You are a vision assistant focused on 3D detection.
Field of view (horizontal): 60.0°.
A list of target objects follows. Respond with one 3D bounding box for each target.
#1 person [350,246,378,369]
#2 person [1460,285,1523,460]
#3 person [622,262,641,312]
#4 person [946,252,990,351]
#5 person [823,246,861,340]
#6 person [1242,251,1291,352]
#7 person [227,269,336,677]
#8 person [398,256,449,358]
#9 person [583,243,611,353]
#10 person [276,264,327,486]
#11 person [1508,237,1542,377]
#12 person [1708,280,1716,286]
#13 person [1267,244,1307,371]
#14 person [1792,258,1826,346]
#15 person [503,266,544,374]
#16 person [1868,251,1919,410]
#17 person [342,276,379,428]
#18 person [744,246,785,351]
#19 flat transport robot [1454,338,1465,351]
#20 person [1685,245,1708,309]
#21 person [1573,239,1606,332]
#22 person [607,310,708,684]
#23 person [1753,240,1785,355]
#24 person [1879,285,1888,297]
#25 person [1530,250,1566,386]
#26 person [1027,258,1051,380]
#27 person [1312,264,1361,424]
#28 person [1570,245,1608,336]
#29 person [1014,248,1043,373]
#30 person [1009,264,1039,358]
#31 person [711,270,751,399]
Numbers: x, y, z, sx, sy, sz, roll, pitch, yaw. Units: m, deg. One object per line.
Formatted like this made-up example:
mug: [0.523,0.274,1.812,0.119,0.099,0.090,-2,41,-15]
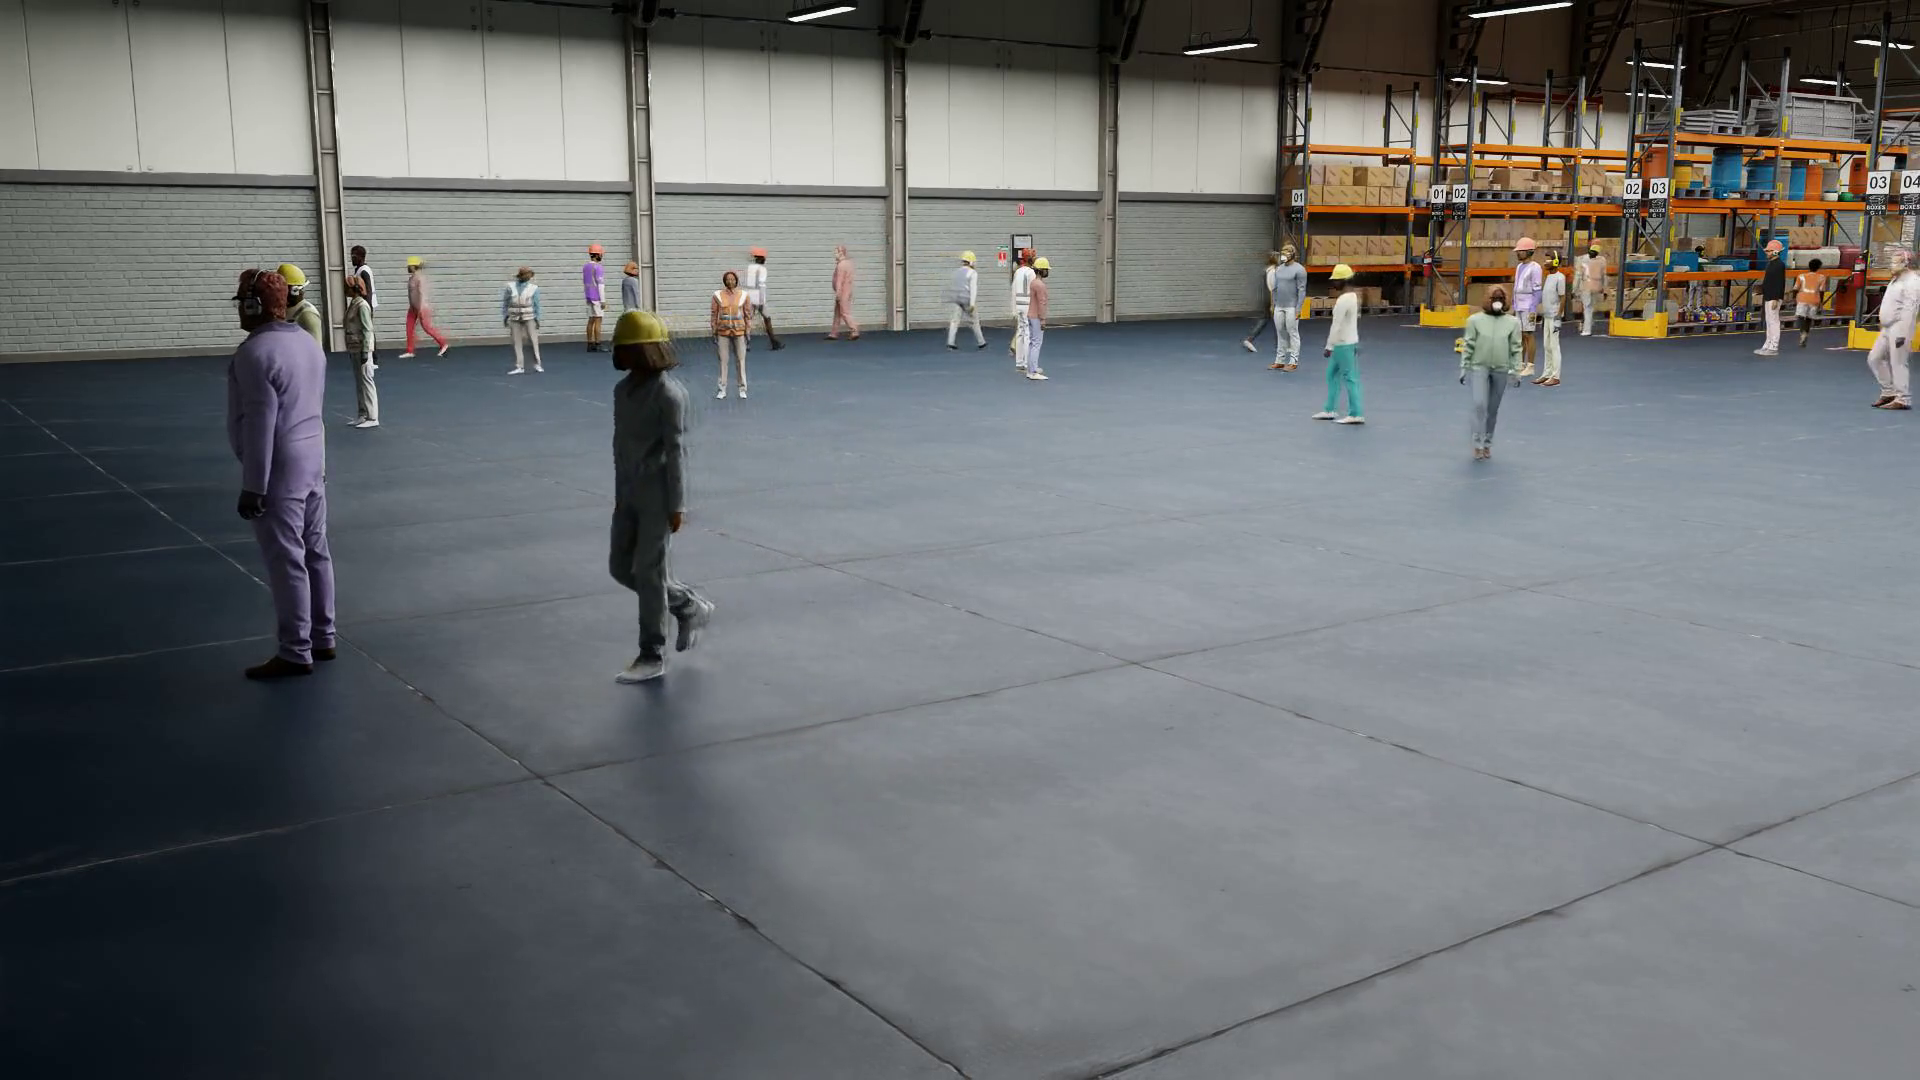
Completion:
person: [-9.311,-3.632,26.004,0.377,1.916,0.599,-5,12,-27]
person: [4.899,-1.526,15.281,0.532,1.601,0.752,1,10,7]
person: [-5.636,-3.967,28.623,0.268,1.630,0.507,-8,13,-39]
person: [0.119,-4.310,30.107,0.595,1.786,0.947,9,14,42]
person: [-2.348,-4.907,33.114,0.811,1.881,0.660,1,10,8]
person: [5.490,-4.226,29.568,0.907,1.816,0.518,-1,10,-7]
person: [-3.217,-0.311,7.829,0.399,1.909,0.642,1,10,5]
person: [-9.209,-3.986,28.447,0.811,1.740,0.527,-9,14,-41]
person: [-6.492,-4.318,29.712,0.377,1.936,0.549,-9,14,-41]
person: [-5.446,-1.338,13.657,0.404,1.835,0.586,-9,14,-41]
person: [8.302,-3.420,24.502,0.396,2.042,0.610,-2,10,-9]
person: [21.005,-7.411,46.738,0.654,1.922,0.546,-7,12,-32]
person: [5.030,-3.560,25.555,0.372,1.940,0.630,-7,13,-35]
person: [15.977,-4.467,31.306,0.540,1.669,0.719,4,11,23]
person: [-6.568,-3.299,25.032,0.589,1.614,0.358,0,10,-3]
person: [11.131,-2.491,19.824,0.504,1.889,0.680,2,11,10]
person: [-6.490,-2.030,17.990,0.307,1.639,0.525,-7,12,-33]
person: [-3.649,-4.338,29.999,0.563,1.885,1.012,9,14,42]
flat transport robot: [9.276,-3.512,29.867,0.652,0.197,1.431,4,11,21]
person: [16.800,-5.780,37.915,0.309,1.868,0.535,-9,13,-39]
person: [13.701,-5.505,36.062,0.611,1.987,1.043,10,14,43]
person: [-1.410,-0.211,7.755,0.494,1.725,0.498,-10,14,-43]
person: [14.161,-4.219,29.009,0.388,1.996,0.612,3,11,14]
person: [20.812,-5.683,37.042,0.400,1.989,0.623,-8,13,-36]
person: [8.191,-3.069,23.052,0.335,1.873,0.521,-1,10,-3]
person: [1.148,-3.196,24.063,0.341,1.757,0.518,-2,11,-12]
person: [4.133,-2.149,18.320,0.709,1.741,0.541,5,11,25]
person: [13.139,-5.226,34.828,0.736,1.878,0.715,0,10,-2]
person: [1.026,-3.465,25.186,0.346,1.882,0.584,-5,12,-27]
person: [1.093,-3.947,28.602,0.508,1.597,0.810,-9,14,-41]
person: [-2.917,-2.619,21.213,0.514,1.643,0.307,-1,10,-6]
